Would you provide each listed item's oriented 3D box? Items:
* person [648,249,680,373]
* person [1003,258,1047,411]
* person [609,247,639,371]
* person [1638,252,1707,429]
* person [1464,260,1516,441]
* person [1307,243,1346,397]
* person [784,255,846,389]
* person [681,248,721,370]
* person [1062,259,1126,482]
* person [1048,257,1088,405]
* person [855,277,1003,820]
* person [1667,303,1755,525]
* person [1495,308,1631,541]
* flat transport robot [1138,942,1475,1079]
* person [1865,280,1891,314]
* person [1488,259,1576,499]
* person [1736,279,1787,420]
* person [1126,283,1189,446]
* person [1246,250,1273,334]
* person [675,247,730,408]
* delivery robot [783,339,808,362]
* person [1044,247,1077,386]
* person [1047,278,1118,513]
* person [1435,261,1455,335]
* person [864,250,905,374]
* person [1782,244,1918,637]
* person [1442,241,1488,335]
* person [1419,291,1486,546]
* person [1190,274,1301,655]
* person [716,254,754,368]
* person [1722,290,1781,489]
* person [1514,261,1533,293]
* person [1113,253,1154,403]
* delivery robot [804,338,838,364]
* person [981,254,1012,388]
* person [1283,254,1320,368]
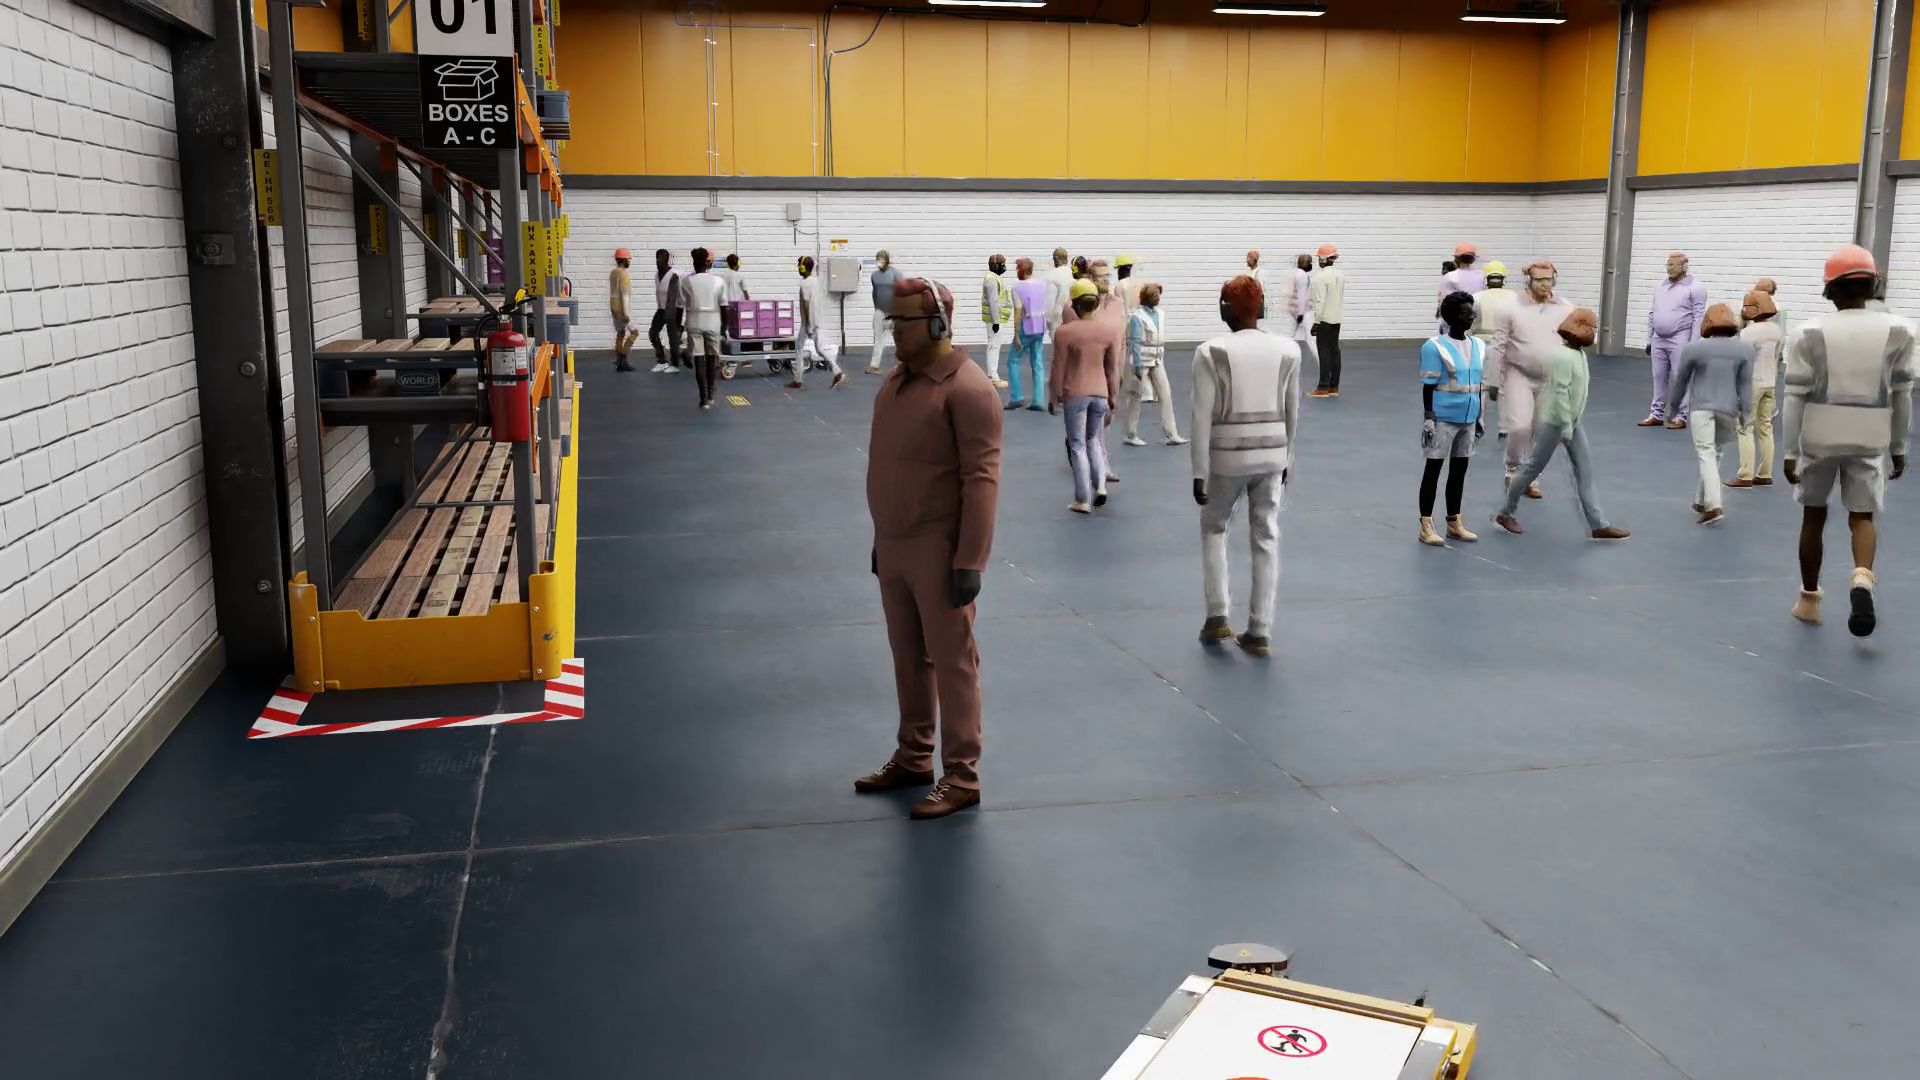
[{"bbox_3d":[-4.549,-3.504,25.517,0.582,1.891,0.592,9,14,41],"label":"person"},{"bbox_3d":[0.780,-2.450,19.894,0.592,1.824,0.613,-9,14,-41],"label":"person"},{"bbox_3d":[-5.218,-3.565,25.779,0.394,1.924,0.559,-8,13,-37],"label":"person"},{"bbox_3d":[7.707,-2.155,18.023,0.407,1.905,0.655,-6,12,-29],"label":"person"},{"bbox_3d":[5.412,-1.914,16.900,0.588,1.829,0.404,3,11,15],"label":"person"},{"bbox_3d":[4.766,-2.854,21.645,0.382,1.996,0.608,9,14,42],"label":"person"},{"bbox_3d":[-1.992,-2.975,22.783,0.894,1.838,0.519,6,12,29],"label":"person"},{"bbox_3d":[-4.033,-3.565,25.838,0.552,1.916,0.747,5,11,26],"label":"person"},{"bbox_3d":[1.134,-1.466,14.274,0.650,1.884,0.787,-7,13,-35],"label":"person"},{"bbox_3d":[1.438,-2.563,20.500,0.526,1.824,0.866,-8,13,-39],"label":"person"},{"bbox_3d":[-0.136,0.026,5.937,0.409,1.905,0.651,-7,12,-34],"label":"person"},{"bbox_3d":[5.464,-0.919,12.064,0.511,1.585,0.883,2,10,9],"label":"person"},{"bbox_3d":[4.124,-0.793,11.374,0.898,1.580,0.512,9,14,42],"label":"person"},{"bbox_3d":[0.655,1.265,3.601,0.652,0.197,1.431,5,11,26],"label":"flat transport robot"},{"bbox_3d":[9.534,-1.979,17.626,0.490,1.696,0.905,1,10,7],"label":"person"},{"bbox_3d":[4.519,-1.256,13.086,0.666,1.885,0.454,0,10,-1],"label":"person"},{"bbox_3d":[8.891,-2.084,18.444,0.545,1.595,0.824,9,13,40],"label":"person"},{"bbox_3d":[1.922,-1.703,16.302,0.546,1.607,0.763,-10,14,-43],"label":"person"},{"bbox_3d":[5.194,-4.095,28.896,0.775,1.862,0.587,-4,11,-21],"label":"person"},{"bbox_3d":[-3.174,-2.596,20.365,0.640,1.933,0.818,-3,11,-18],"label":"person"},{"bbox_3d":[-2.501,-3.005,26.213,0.707,0.478,0.477,-9,13,-40],"label":"delivery robot"},{"bbox_3d":[1.412,-3.095,23.153,0.628,1.935,0.373,-9,13,-40],"label":"person"},{"bbox_3d":[0.918,-1.072,12.463,0.525,1.754,0.380,-5,11,-26],"label":"person"},{"bbox_3d":[8.138,-3.818,27.829,0.359,1.686,0.533,-1,10,-4],"label":"person"},{"bbox_3d":[-1.103,-3.501,25.560,0.646,1.888,1.007,6,12,30],"label":"person"},{"bbox_3d":[4.553,-0.501,8.553,0.622,2.020,0.788,4,11,19],"label":"person"},{"bbox_3d":[6.116,-2.620,20.268,0.618,2.029,0.430,-1,10,-8],"label":"person"},{"bbox_3d":[3.305,-0.814,11.163,0.536,1.700,0.318,-5,11,-27],"label":"person"},{"bbox_3d":[1.398,-0.373,8.258,0.592,1.859,0.580,-1,10,-8],"label":"person"},{"bbox_3d":[-3.624,-3.624,26.441,0.530,1.827,0.932,8,13,36],"label":"person"},{"bbox_3d":[6.536,-1.230,13.686,0.505,1.628,0.276,-6,12,-30],"label":"person"},{"bbox_3d":[7.509,-2.800,22.004,0.339,1.760,0.526,-3,11,-18],"label":"person"},{"bbox_3d":[2.080,-2.676,21.025,0.998,1.864,0.601,10,14,43],"label":"person"},{"bbox_3d":[-2.256,-2.929,25.793,0.707,0.478,0.477,-5,11,-24],"label":"delivery robot"},{"bbox_3d":[0.513,-3.042,23.112,0.429,1.843,0.633,0,10,3],"label":"person"},{"bbox_3d":[5.537,-3.648,26.573,0.938,1.793,0.646,-1,10,-4],"label":"person"}]
